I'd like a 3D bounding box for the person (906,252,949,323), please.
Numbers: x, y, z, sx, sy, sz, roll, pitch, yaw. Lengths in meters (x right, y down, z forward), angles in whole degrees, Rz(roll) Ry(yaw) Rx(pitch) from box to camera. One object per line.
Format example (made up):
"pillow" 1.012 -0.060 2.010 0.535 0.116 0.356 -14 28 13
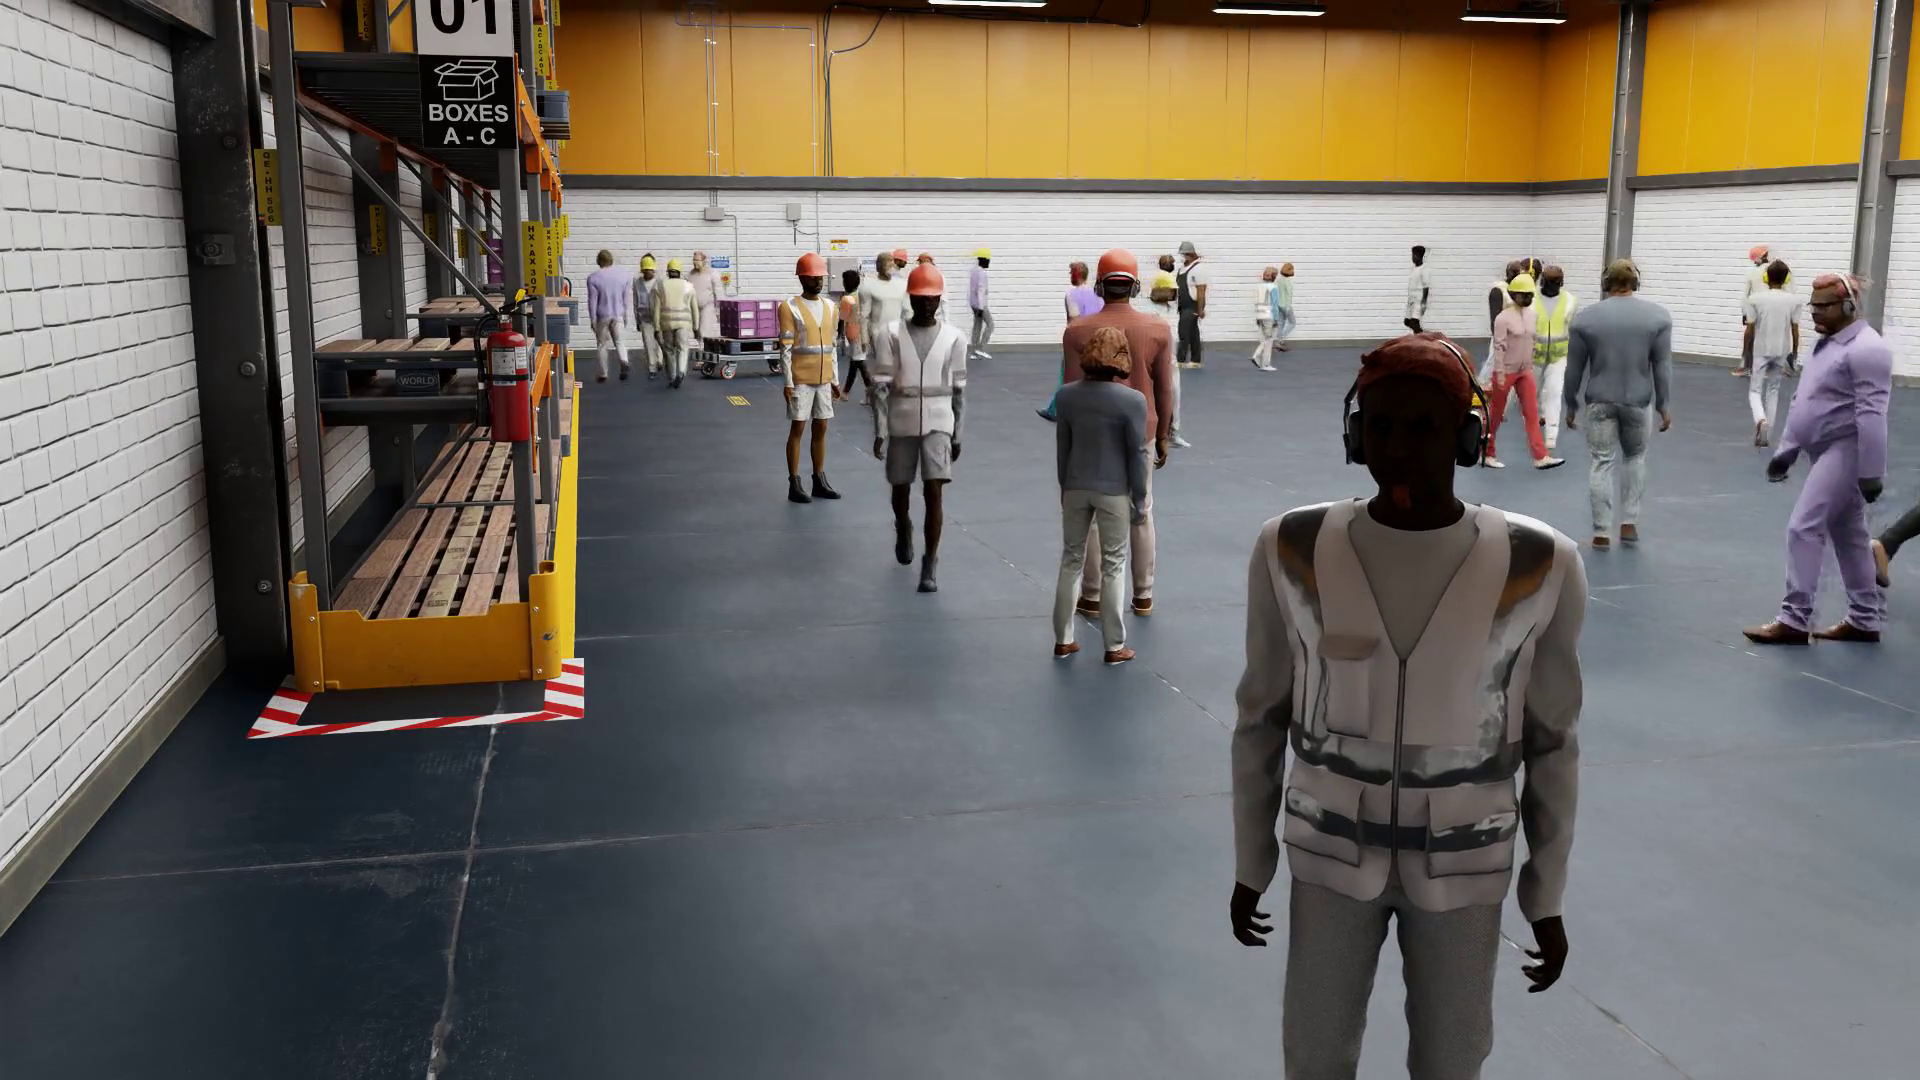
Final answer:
"person" -0.440 -2.908 22.302 0.589 1.856 0.762 -2 10 -11

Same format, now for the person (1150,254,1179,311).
"person" 3.032 -3.390 25.080 0.530 1.833 0.627 -2 11 -13

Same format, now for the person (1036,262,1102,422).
"person" 1.308 -2.167 18.406 0.575 1.790 0.978 -10 14 -43

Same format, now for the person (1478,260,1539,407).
"person" 6.732 -2.540 20.500 0.642 1.796 0.981 -5 11 -25

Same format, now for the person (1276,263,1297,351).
"person" 5.967 -4.254 30.431 0.355 1.622 0.499 -3 11 -18

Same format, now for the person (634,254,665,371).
"person" -4.811 -3.539 25.942 0.518 1.813 0.984 -2 10 -12

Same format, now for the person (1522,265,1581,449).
"person" 5.832 -1.837 16.554 0.635 1.805 0.913 3 11 15

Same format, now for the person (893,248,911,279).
"person" -1.126 -3.932 27.881 0.619 1.901 0.559 1 10 7

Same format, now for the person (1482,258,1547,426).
"person" 6.146 -2.160 18.257 0.914 1.830 0.511 5 11 26

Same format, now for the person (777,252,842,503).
"person" -1.154 -1.265 12.998 0.542 1.938 0.358 -9 14 -41

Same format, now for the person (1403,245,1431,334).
"person" 8.146 -4.249 29.493 0.547 1.952 0.637 -2 10 -11

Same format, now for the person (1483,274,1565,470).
"person" 4.954 -1.461 14.632 0.549 1.726 0.869 -5 11 -26

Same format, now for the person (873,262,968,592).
"person" -0.237 -0.686 9.879 0.564 1.917 0.811 -1 10 -4

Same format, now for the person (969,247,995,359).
"person" 0.396 -4.030 28.412 0.501 1.909 0.585 -2 10 -13

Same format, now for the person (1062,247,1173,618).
"person" 0.844 -0.569 8.986 0.611 1.995 0.375 -1 10 -7

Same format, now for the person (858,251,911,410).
"person" -0.883 -2.321 18.916 0.634 1.921 0.762 -6 12 -32

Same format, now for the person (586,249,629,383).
"person" -4.965 -3.164 23.600 0.646 1.916 0.716 -5 12 -28

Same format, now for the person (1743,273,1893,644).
"person" 4.334 -0.404 8.420 0.812 1.866 0.641 2 11 13

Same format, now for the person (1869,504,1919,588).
"person" 5.644 -0.564 9.454 0.771 1.821 0.520 1 10 6

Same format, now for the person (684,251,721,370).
"person" -4.075 -3.649 26.393 0.654 1.877 0.887 4 11 21

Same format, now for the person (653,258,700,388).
"person" -3.864 -2.937 22.666 0.629 1.796 0.746 -1 10 -6

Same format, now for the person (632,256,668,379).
"person" -4.511 -3.286 24.596 0.629 1.799 0.679 1 10 5

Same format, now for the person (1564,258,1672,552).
"person" 4.330 -0.891 10.994 0.663 1.914 0.663 3 11 18

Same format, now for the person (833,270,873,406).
"person" -1.363 -2.496 20.557 0.832 1.654 0.545 6 12 29

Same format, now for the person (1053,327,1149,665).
"person" 0.678 -0.212 8.049 0.499 1.625 0.303 6 12 31

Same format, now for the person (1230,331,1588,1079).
"person" 0.761 0.583 2.910 0.587 1.882 0.341 3 11 19

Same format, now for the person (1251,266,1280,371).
"person" 4.812 -3.445 25.930 0.370 1.621 0.545 -4 11 -20

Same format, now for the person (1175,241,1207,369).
"person" 3.526 -3.724 26.340 0.807 2.000 0.685 -2 10 -12

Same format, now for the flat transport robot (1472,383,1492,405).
"flat transport robot" 6.369 -1.849 20.854 0.652 0.197 1.431 3 11 16

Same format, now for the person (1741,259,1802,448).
"person" 7.871 -1.785 16.127 0.517 1.854 0.649 3 11 15

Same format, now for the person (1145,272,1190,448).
"person" 1.949 -1.788 16.472 0.489 1.717 0.742 -10 14 -43

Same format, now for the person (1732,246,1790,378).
"person" 11.934 -3.368 24.652 0.712 1.947 0.378 6 12 29
